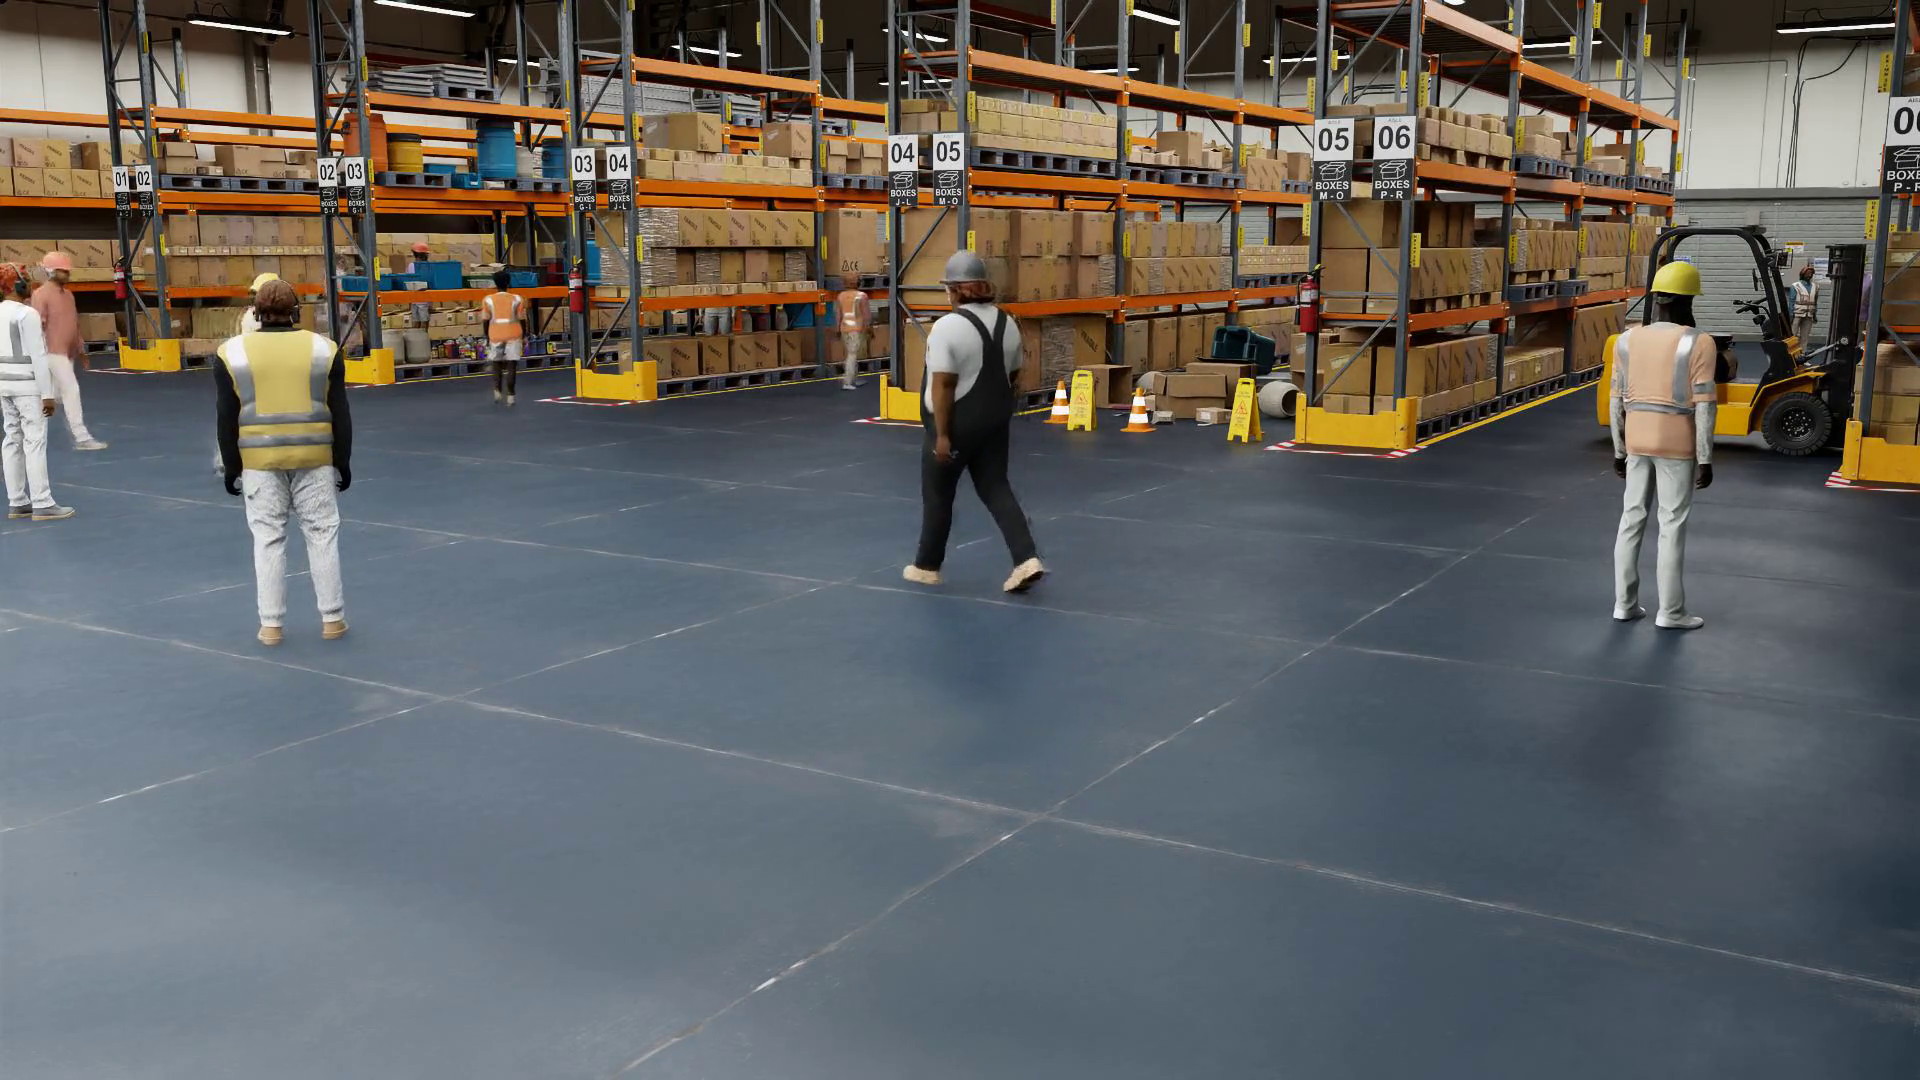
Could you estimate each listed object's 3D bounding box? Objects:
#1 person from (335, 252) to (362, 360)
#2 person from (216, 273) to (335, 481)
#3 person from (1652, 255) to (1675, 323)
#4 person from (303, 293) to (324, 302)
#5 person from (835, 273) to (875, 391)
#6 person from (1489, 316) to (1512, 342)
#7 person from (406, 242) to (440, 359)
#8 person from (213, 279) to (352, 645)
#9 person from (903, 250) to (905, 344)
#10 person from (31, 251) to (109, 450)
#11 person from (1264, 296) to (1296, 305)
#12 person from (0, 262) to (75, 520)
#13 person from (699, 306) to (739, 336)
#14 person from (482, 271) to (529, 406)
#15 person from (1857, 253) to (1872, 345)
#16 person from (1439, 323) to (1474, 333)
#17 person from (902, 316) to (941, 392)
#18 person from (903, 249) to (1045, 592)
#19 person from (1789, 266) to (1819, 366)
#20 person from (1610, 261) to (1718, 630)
[{"bbox_3d":[-9.717,-3.597,26.261,0.446,1.887,0.669,-6,12,-32],"label":"person"},{"bbox_3d":[-5.942,-1.385,14.206,0.937,1.779,0.599,-8,13,-38],"label":"person"},{"bbox_3d":[10.199,-3.192,24.099,0.552,1.851,0.421,5,11,26],"label":"person"},{"bbox_3d":[-12.716,-4.779,32.711,0.627,1.945,0.465,9,13,40],"label":"person"},{"bbox_3d":[-1.419,-2.884,23.069,0.519,1.606,0.801,8,13,37],"label":"person"},{"bbox_3d":[9.774,-4.282,30.041,0.545,1.916,0.652,6,12,31],"label":"person"},{"bbox_3d":[-9.311,-4.126,28.792,0.610,2.043,0.397,9,14,42],"label":"person"},{"bbox_3d":[-3.413,-0.392,8.442,0.634,1.841,0.429,-5,11,-24],"label":"person"},{"bbox_3d":[-0.666,-3.001,22.680,0.647,1.970,0.603,4,11,24],"label":"person"},{"bbox_3d":[-8.926,-1.856,16.355,0.914,1.955,0.631,0,10,-2],"label":"person"},{"bbox_3d":[6.208,-4.679,32.300,0.675,1.890,0.474,8,13,36],"label":"person"},{"bbox_3d":[-6.852,-1.081,12.184,0.575,1.884,0.355,5,11,26],"label":"person"},{"bbox_3d":[-3.666,-3.441,25.284,0.625,1.934,0.364,0,10,2],"label":"person"},{"bbox_3d":[-5.708,-2.537,20.918,0.548,1.664,0.776,-2,10,-11],"label":"person"},{"bbox_3d":[12.831,-3.183,23.865,0.588,1.919,0.394,6,12,31],"label":"person"},{"bbox_3d":[10.289,-5.076,34.258,0.633,1.985,1.033,-7,12,-34],"label":"person"},{"bbox_3d":[-0.482,-2.685,21.225,0.609,1.869,0.997,5,11,27],"label":"person"},{"bbox_3d":[0.093,-0.708,9.656,0.690,2.000,0.985,-9,14,-42],"label":"person"},{"bbox_3d":[13.923,-3.692,27.492,0.511,1.641,0.308,-2,10,-9],"label":"person"},{"bbox_3d":[3.699,-0.491,8.759,0.365,1.928,0.585,-7,12,-35],"label":"person"}]
